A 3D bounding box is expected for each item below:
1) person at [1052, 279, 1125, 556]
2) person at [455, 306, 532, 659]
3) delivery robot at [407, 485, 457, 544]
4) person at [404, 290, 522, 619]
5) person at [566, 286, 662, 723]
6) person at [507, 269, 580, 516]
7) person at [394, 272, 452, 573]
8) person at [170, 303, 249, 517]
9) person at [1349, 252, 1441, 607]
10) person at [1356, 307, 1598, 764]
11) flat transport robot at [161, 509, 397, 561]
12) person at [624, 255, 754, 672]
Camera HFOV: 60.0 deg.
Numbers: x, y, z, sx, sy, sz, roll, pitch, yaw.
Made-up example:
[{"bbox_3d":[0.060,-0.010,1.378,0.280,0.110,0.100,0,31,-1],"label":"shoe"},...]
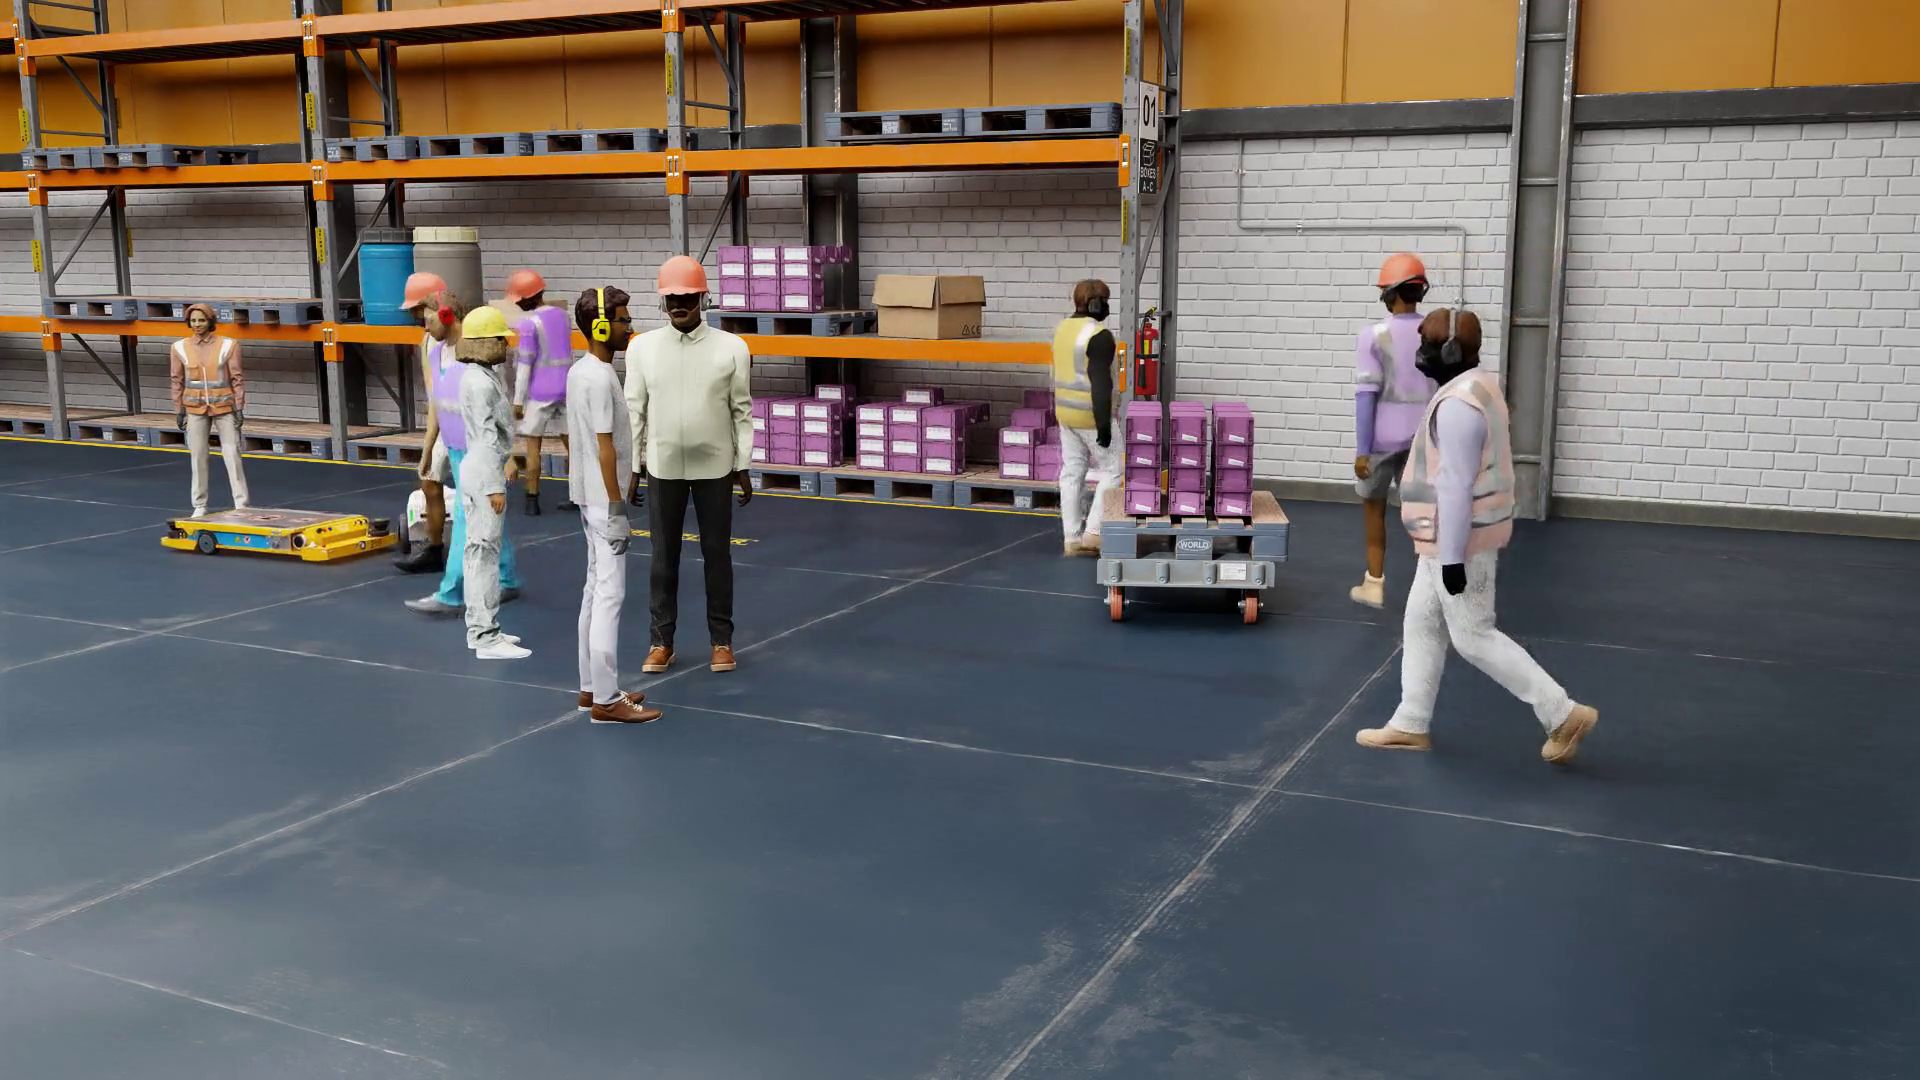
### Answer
[{"bbox_3d":[0.877,-0.792,10.940,0.521,1.829,0.653,-5,11,-26],"label":"person"},{"bbox_3d":[-2.339,-0.286,8.297,0.304,1.745,0.483,-4,11,-21],"label":"person"},{"bbox_3d":[-3.416,-0.183,10.842,0.477,0.478,0.707,-3,10,-16],"label":"delivery robot"},{"bbox_3d":[-2.772,-0.476,9.242,0.647,1.793,0.803,9,14,43],"label":"person"},{"bbox_3d":[-1.507,-0.145,7.146,0.318,1.866,0.531,-4,11,-23],"label":"person"},{"bbox_3d":[-3.164,-1.120,12.678,0.461,1.881,0.589,6,12,31],"label":"person"},{"bbox_3d":[-3.126,-0.675,10.106,0.509,1.902,0.682,-9,13,-42],"label":"person"},{"bbox_3d":[-5.626,-0.957,12.482,0.511,1.631,0.319,-2,10,-13],"label":"person"},{"bbox_3d":[2.460,-0.568,9.157,0.611,2.019,0.829,-3,10,-16],"label":"person"},{"bbox_3d":[2.047,0.002,6.493,0.857,1.814,0.638,4,11,21],"label":"person"},{"bbox_3d":[-4.579,-0.053,11.178,1.431,0.197,0.652,4,11,22],"label":"flat transport robot"},{"bbox_3d":[-1.293,-0.349,7.941,0.623,1.992,0.396,-1,10,-4],"label":"person"}]
